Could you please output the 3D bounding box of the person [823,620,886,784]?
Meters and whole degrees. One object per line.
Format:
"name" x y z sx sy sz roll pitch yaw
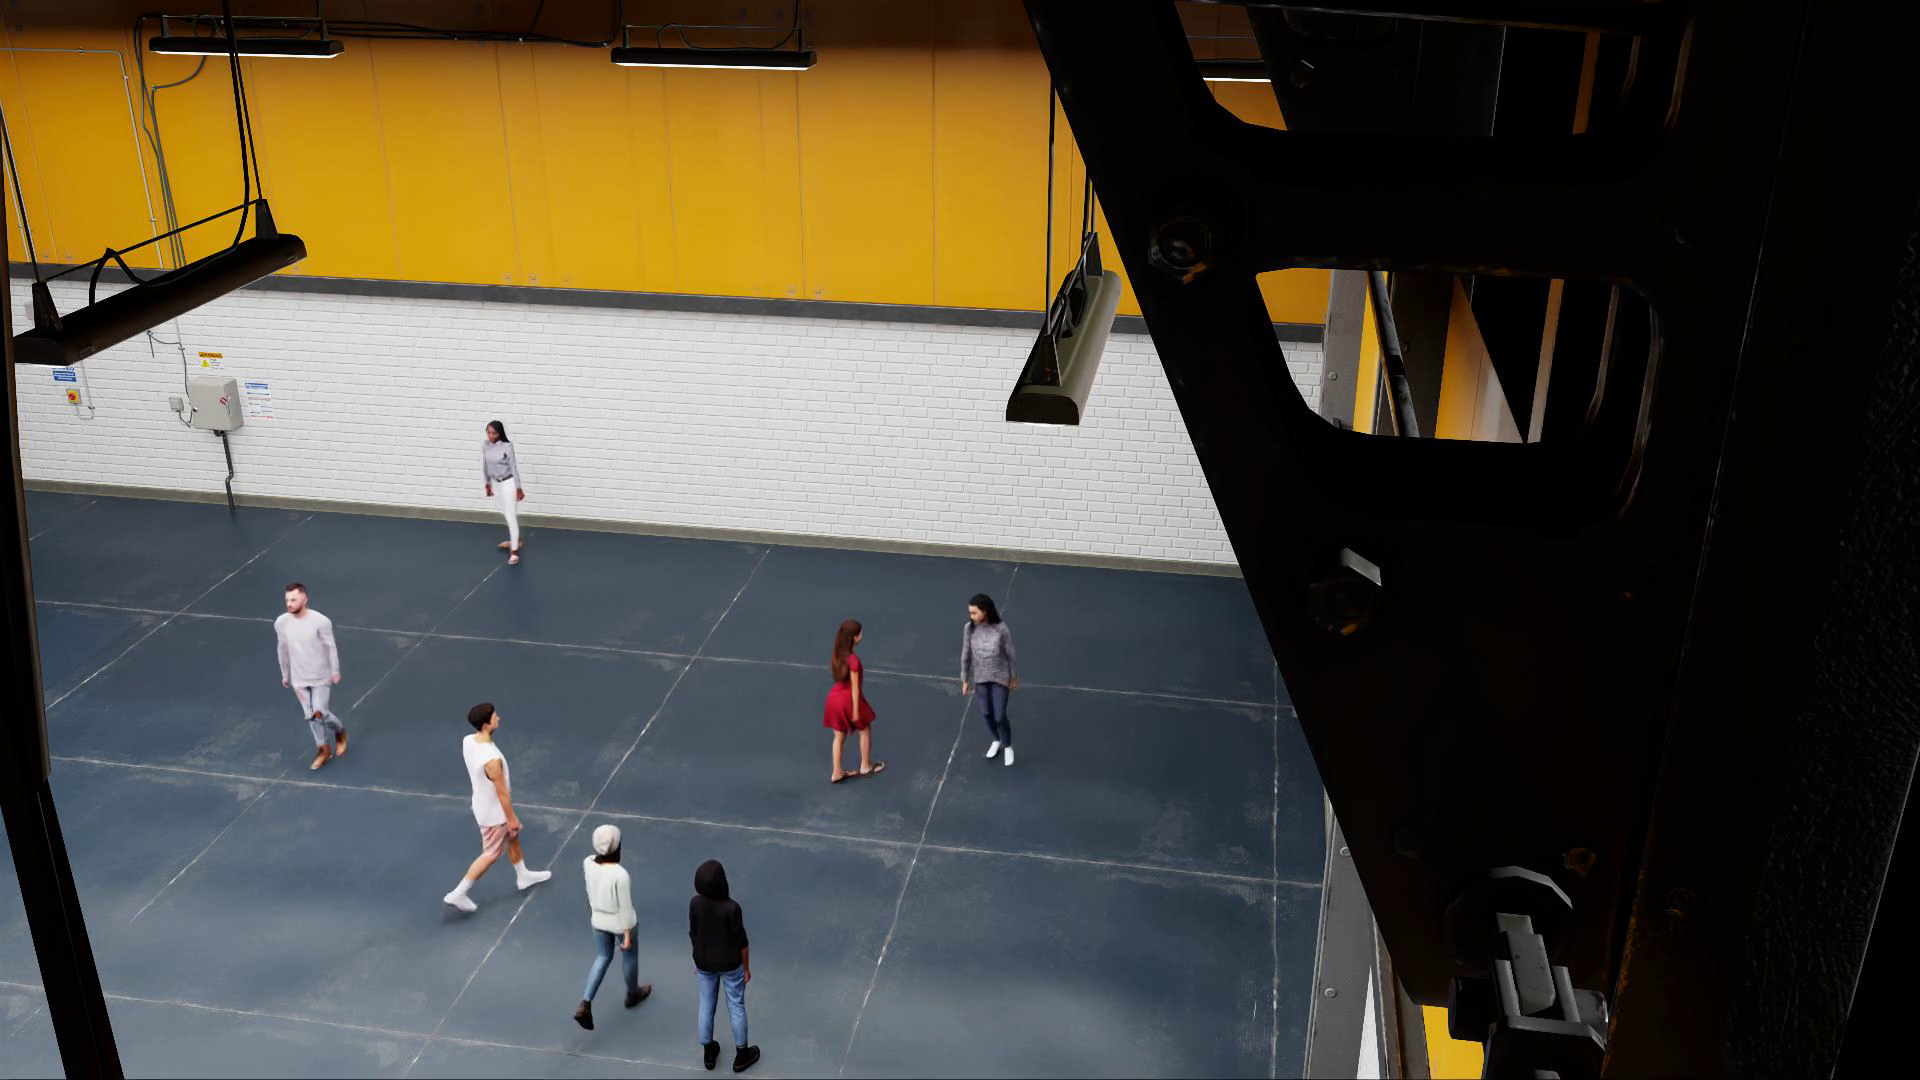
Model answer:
"person" -1.081 1.481 14.929 0.864 1.527 0.787 -16 28 -32

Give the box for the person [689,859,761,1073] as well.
"person" -1.648 2.919 11.425 0.555 1.698 0.533 5 24 10

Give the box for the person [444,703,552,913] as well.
"person" -3.769 2.144 13.127 1.176 1.756 1.128 -15 28 -30

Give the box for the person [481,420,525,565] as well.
"person" -5.334 -0.620 19.515 0.905 1.703 0.961 15 28 31

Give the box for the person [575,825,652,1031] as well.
"person" -2.532 2.763 11.870 0.760 1.627 1.039 12 26 26

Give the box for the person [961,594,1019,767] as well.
"person" 0.322 1.252 15.244 0.736 1.693 0.717 5 24 11

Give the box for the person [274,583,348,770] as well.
"person" -5.902 1.192 15.212 0.667 1.829 0.660 4 24 8
